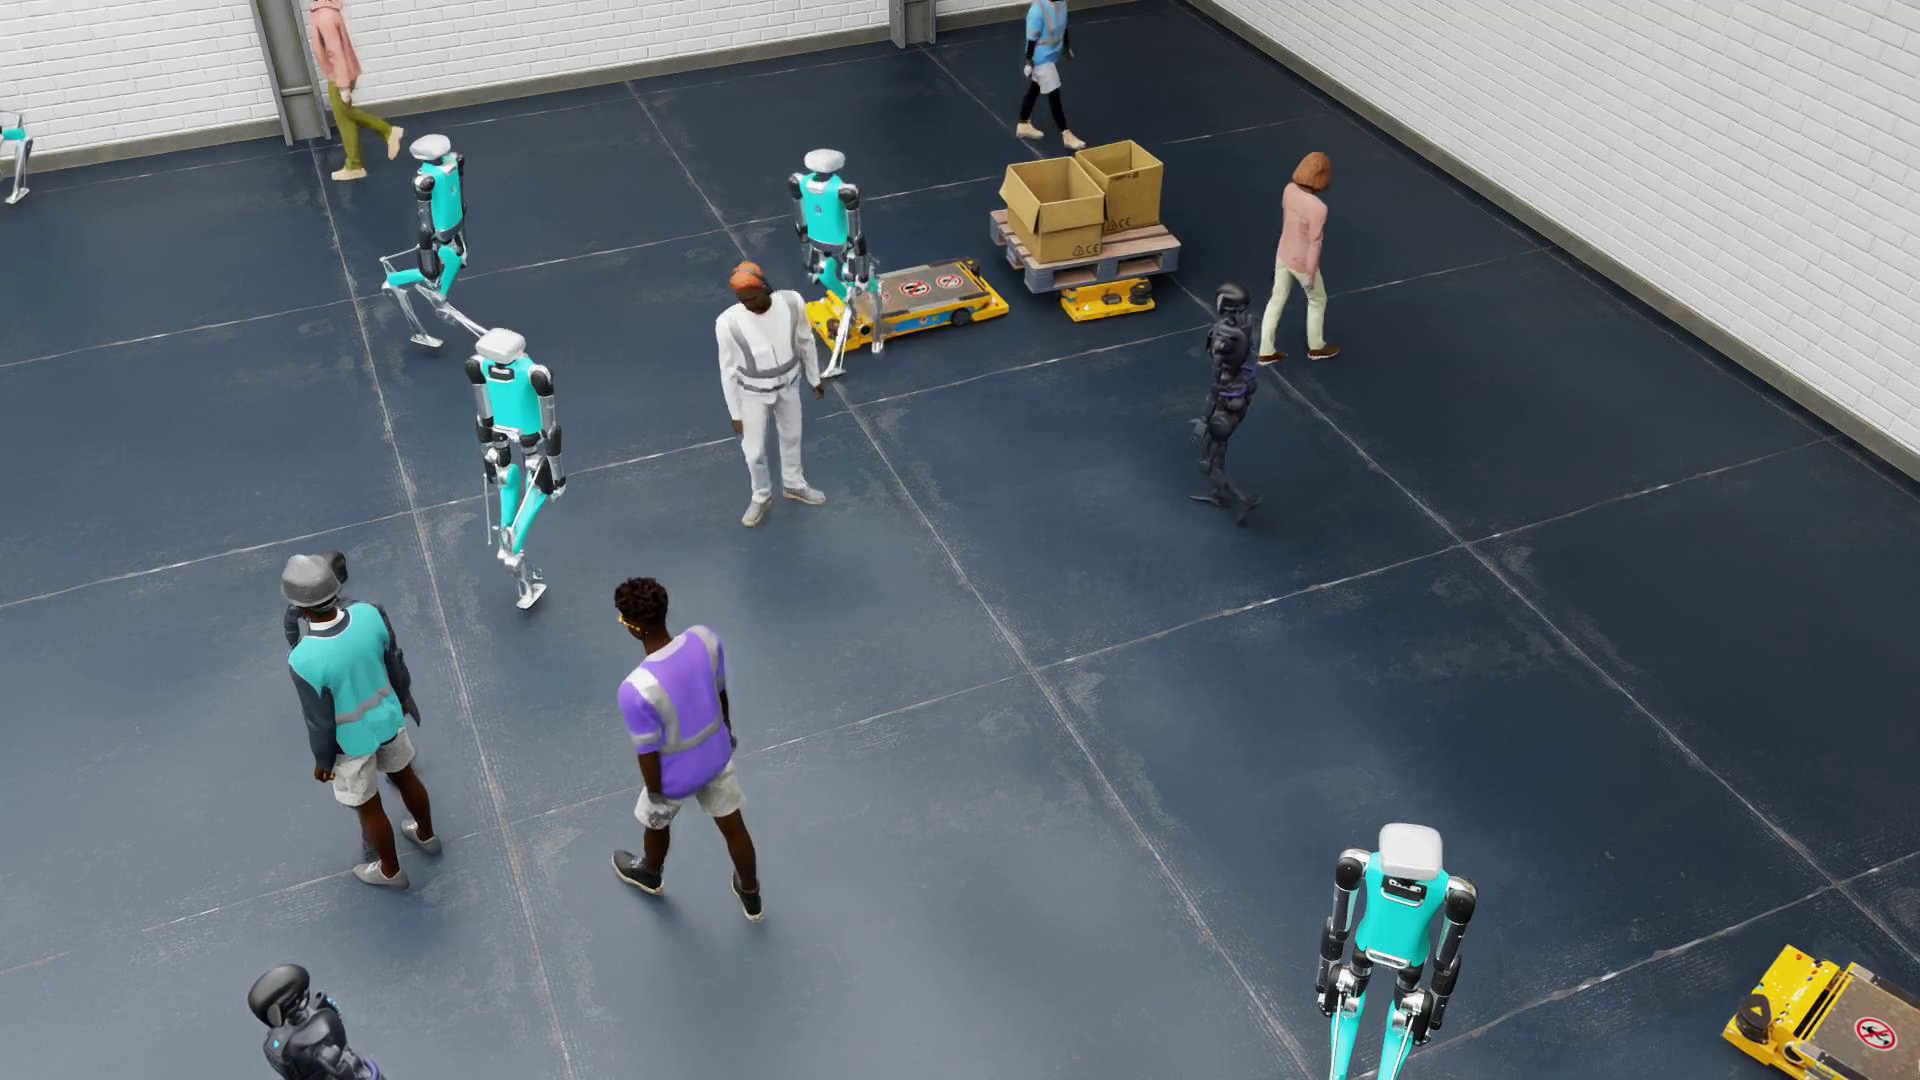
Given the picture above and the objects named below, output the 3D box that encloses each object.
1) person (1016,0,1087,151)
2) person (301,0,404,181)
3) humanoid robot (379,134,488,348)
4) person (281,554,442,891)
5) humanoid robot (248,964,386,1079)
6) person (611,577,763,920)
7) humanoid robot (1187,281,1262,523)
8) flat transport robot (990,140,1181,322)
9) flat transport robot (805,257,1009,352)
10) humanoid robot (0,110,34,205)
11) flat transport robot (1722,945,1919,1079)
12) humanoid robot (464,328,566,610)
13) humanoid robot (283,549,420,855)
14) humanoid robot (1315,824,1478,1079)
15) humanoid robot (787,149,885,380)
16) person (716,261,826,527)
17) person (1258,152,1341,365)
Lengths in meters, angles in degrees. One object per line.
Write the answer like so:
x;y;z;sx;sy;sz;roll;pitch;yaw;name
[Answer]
0.833;-4.255;14.667;0.791;1.644;0.593;17;41;21;person
-5.207;-3.971;14.170;0.607;1.823;0.551;-15;40;-18;person
-3.747;-2.030;11.715;1.031;1.727;0.552;9;39;12;humanoid robot
-2.799;0.869;7.774;0.432;1.936;0.566;18;41;22;person
-2.365;2.132;6.341;0.597;1.638;0.347;25;44;29;humanoid robot
-1.306;0.974;7.663;0.837;1.920;0.639;24;44;28;person
1.704;-0.843;10.214;0.491;1.640;0.601;17;41;21;humanoid robot
0.949;-2.168;13.095;0.659;0.231;1.431;-11;39;-14;flat transport robot
-0.411;-1.790;12.604;1.431;0.231;0.659;-15;40;-19;flat transport robot
-7.970;-3.413;13.500;0.540;1.730;1.000;4;38;5;humanoid robot
4.165;2.342;7.225;1.431;0.231;0.659;31;47;34;flat transport robot
-2.571;-0.275;9.452;0.539;1.803;0.795;12;39;15;humanoid robot
-2.989;0.756;8.178;0.600;1.628;0.737;1;38;1;humanoid robot
1.601;1.898;6.486;0.533;1.681;0.735;15;40;18;humanoid robot
-0.742;-2.004;11.717;0.532;1.796;0.917;20;42;24;humanoid robot
-1.160;-0.917;10.163;0.645;1.862;0.378;-20;42;-24;person
2.475;-1.990;11.755;0.719;1.602;0.533;-16;40;-20;person
